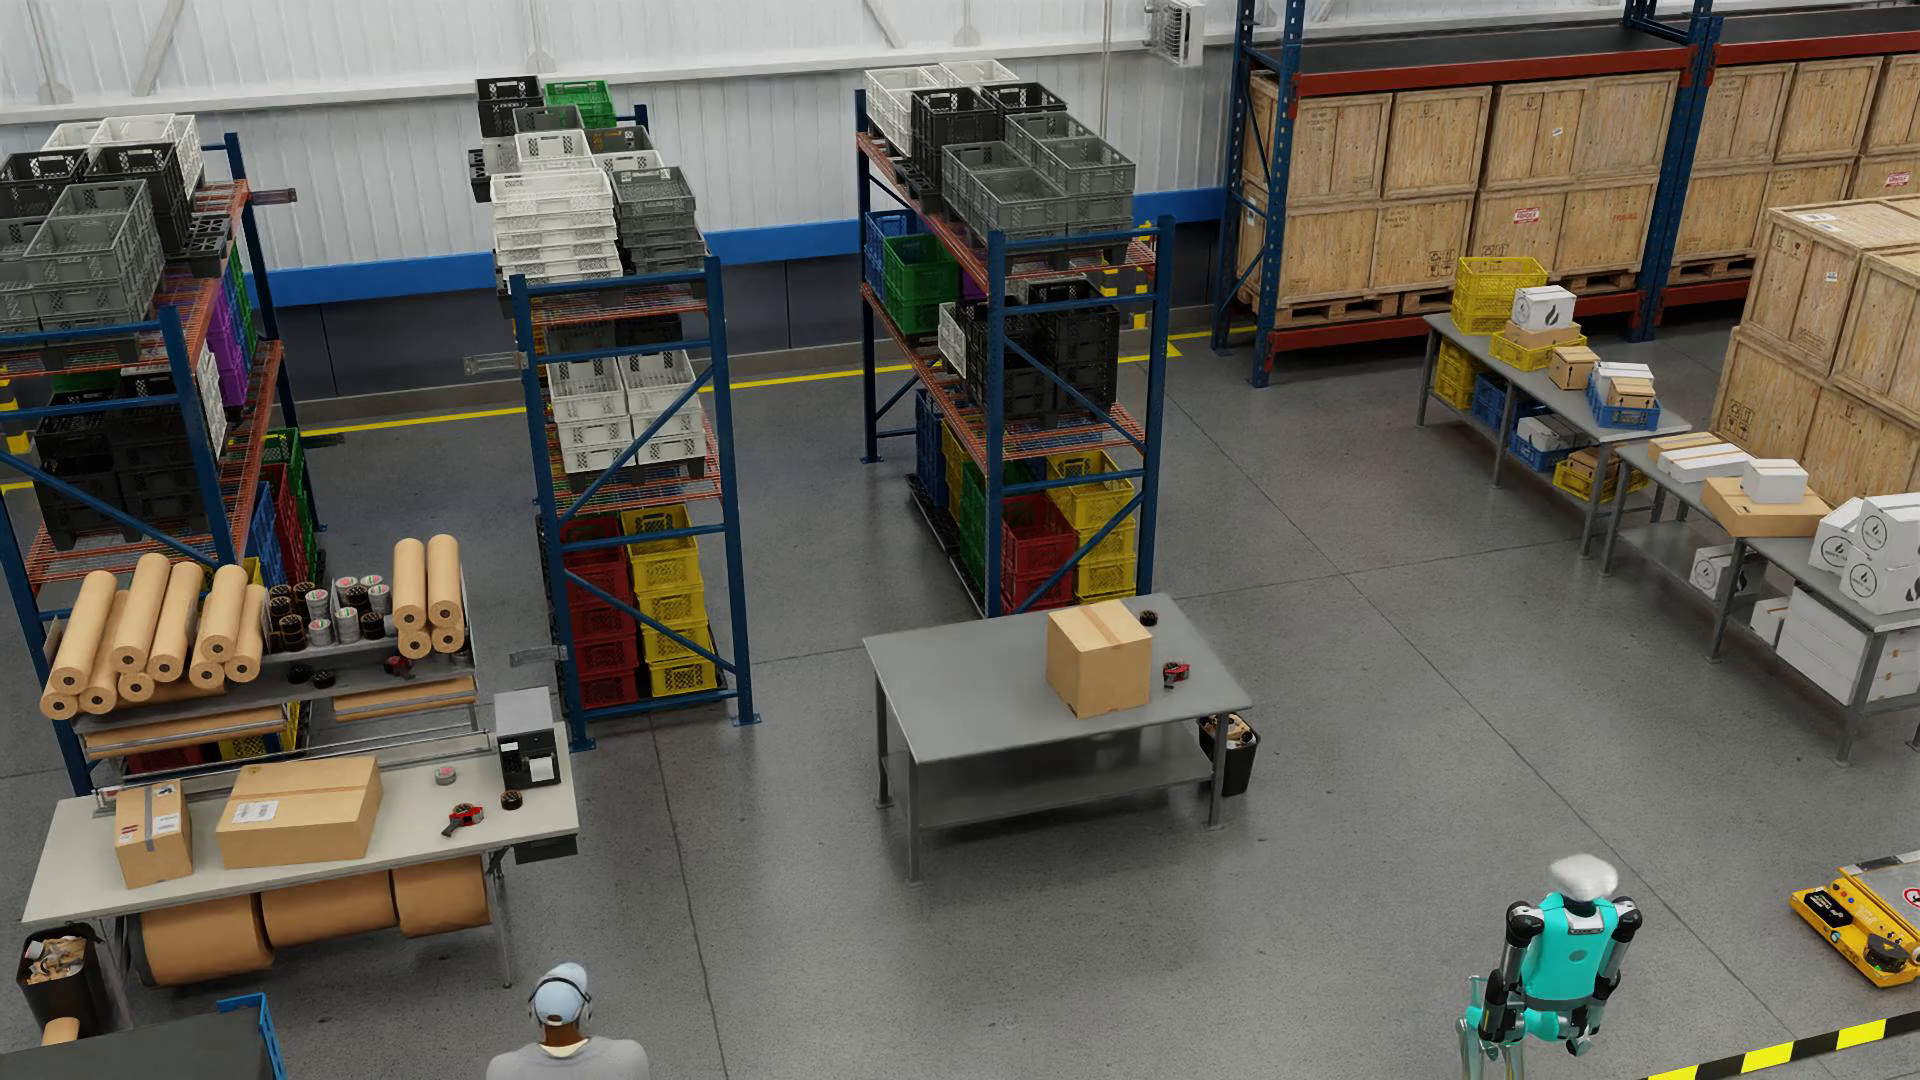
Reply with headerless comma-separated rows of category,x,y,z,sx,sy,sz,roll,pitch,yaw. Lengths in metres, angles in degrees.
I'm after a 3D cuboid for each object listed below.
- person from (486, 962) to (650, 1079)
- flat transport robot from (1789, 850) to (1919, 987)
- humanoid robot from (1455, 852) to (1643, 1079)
person,-1.418,2.332,6.274,0.596,1.850,0.397,-5,29,-9
flat transport robot,5.163,1.916,8.676,1.431,0.231,0.659,-8,30,-14
humanoid robot,2.397,1.889,7.057,0.533,1.681,0.735,-2,29,-4
